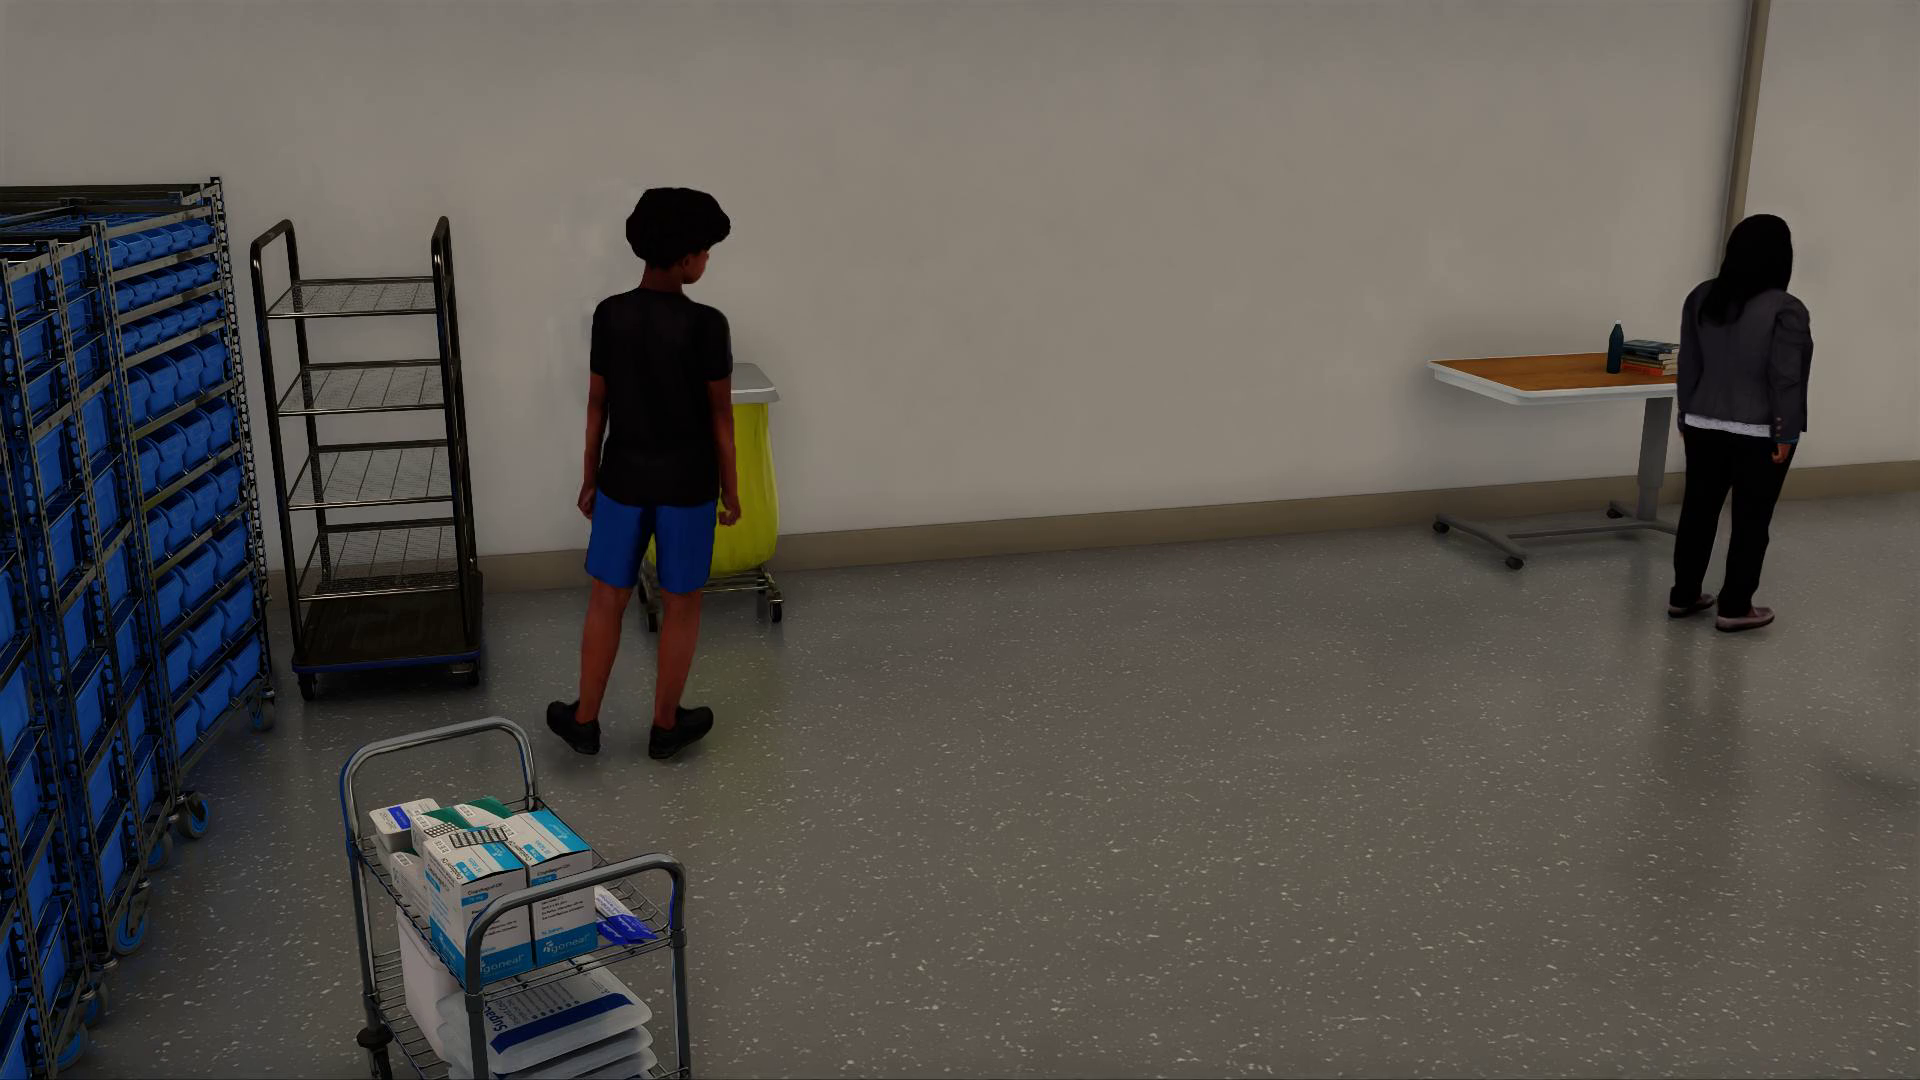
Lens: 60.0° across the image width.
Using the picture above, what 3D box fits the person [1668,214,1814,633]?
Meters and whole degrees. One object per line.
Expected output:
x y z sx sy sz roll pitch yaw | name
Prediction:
2.998 -0.446 6.410 0.748 1.597 0.745 -9 18 -29 | person

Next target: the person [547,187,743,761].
-0.969 -0.169 5.117 0.680 1.765 0.937 -2 16 -6 | person
